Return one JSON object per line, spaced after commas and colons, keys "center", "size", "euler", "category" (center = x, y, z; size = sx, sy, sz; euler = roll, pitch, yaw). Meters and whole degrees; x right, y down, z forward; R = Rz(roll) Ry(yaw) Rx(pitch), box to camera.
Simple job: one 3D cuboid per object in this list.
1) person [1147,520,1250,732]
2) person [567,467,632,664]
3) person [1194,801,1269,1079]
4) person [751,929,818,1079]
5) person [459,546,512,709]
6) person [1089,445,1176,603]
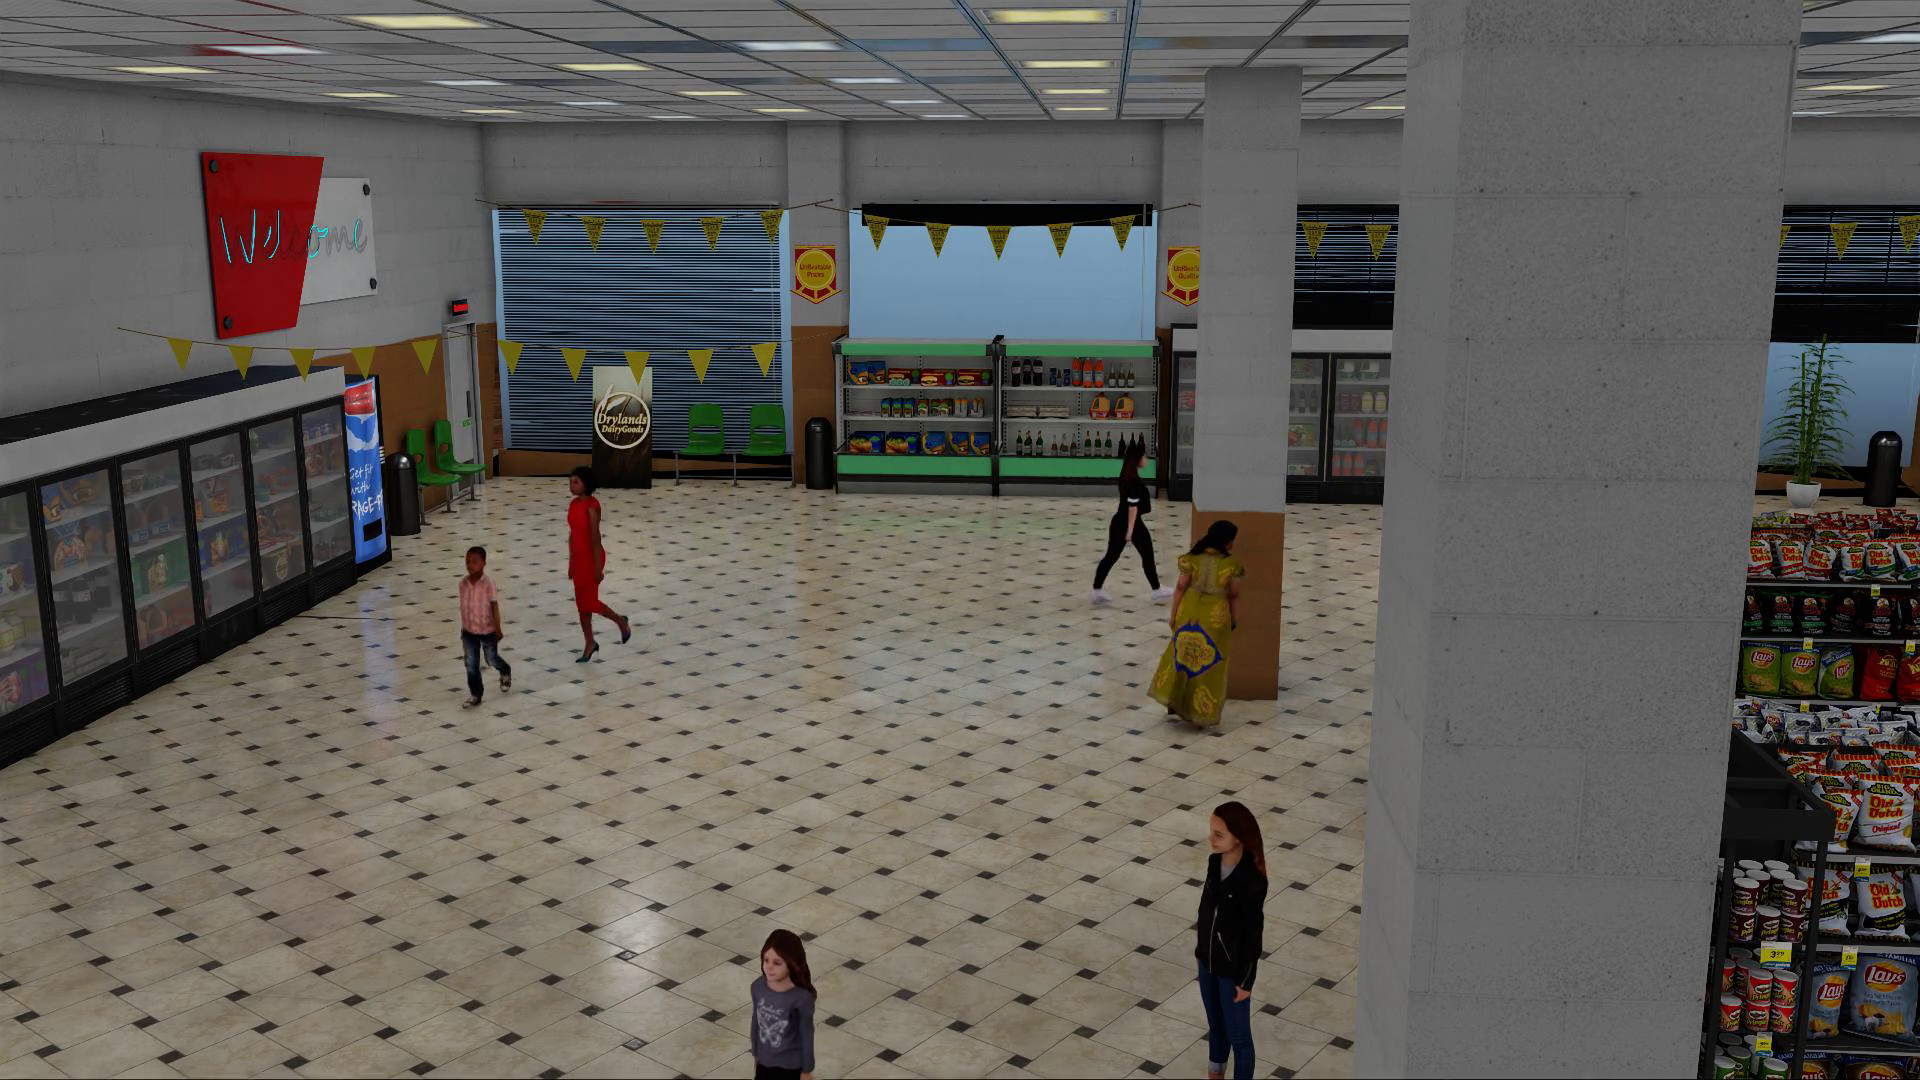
{"center": [1.858, 0.653, 12.722], "size": [0.824, 1.631, 1.071], "euler": [1, 12, 7], "category": "person"}
{"center": [-3.182, 0.211, 14.577], "size": [0.884, 1.732, 0.832], "euler": [-11, 16, -41], "category": "person"}
{"center": [1.193, 1.853, 7.380], "size": [0.650, 1.485, 0.638], "euler": [-5, 13, -24], "category": "person"}
{"center": [-0.710, 2.135, 6.984], "size": [0.669, 1.096, 0.682], "euler": [7, 14, 30], "category": "person"}
{"center": [-3.828, 0.684, 13.395], "size": [0.780, 1.294, 0.639], "euler": [3, 12, 13], "category": "person"}
{"center": [1.589, -0.110, 16.464], "size": [1.222, 1.583, 0.931], "euler": [-4, 13, -18], "category": "person"}
